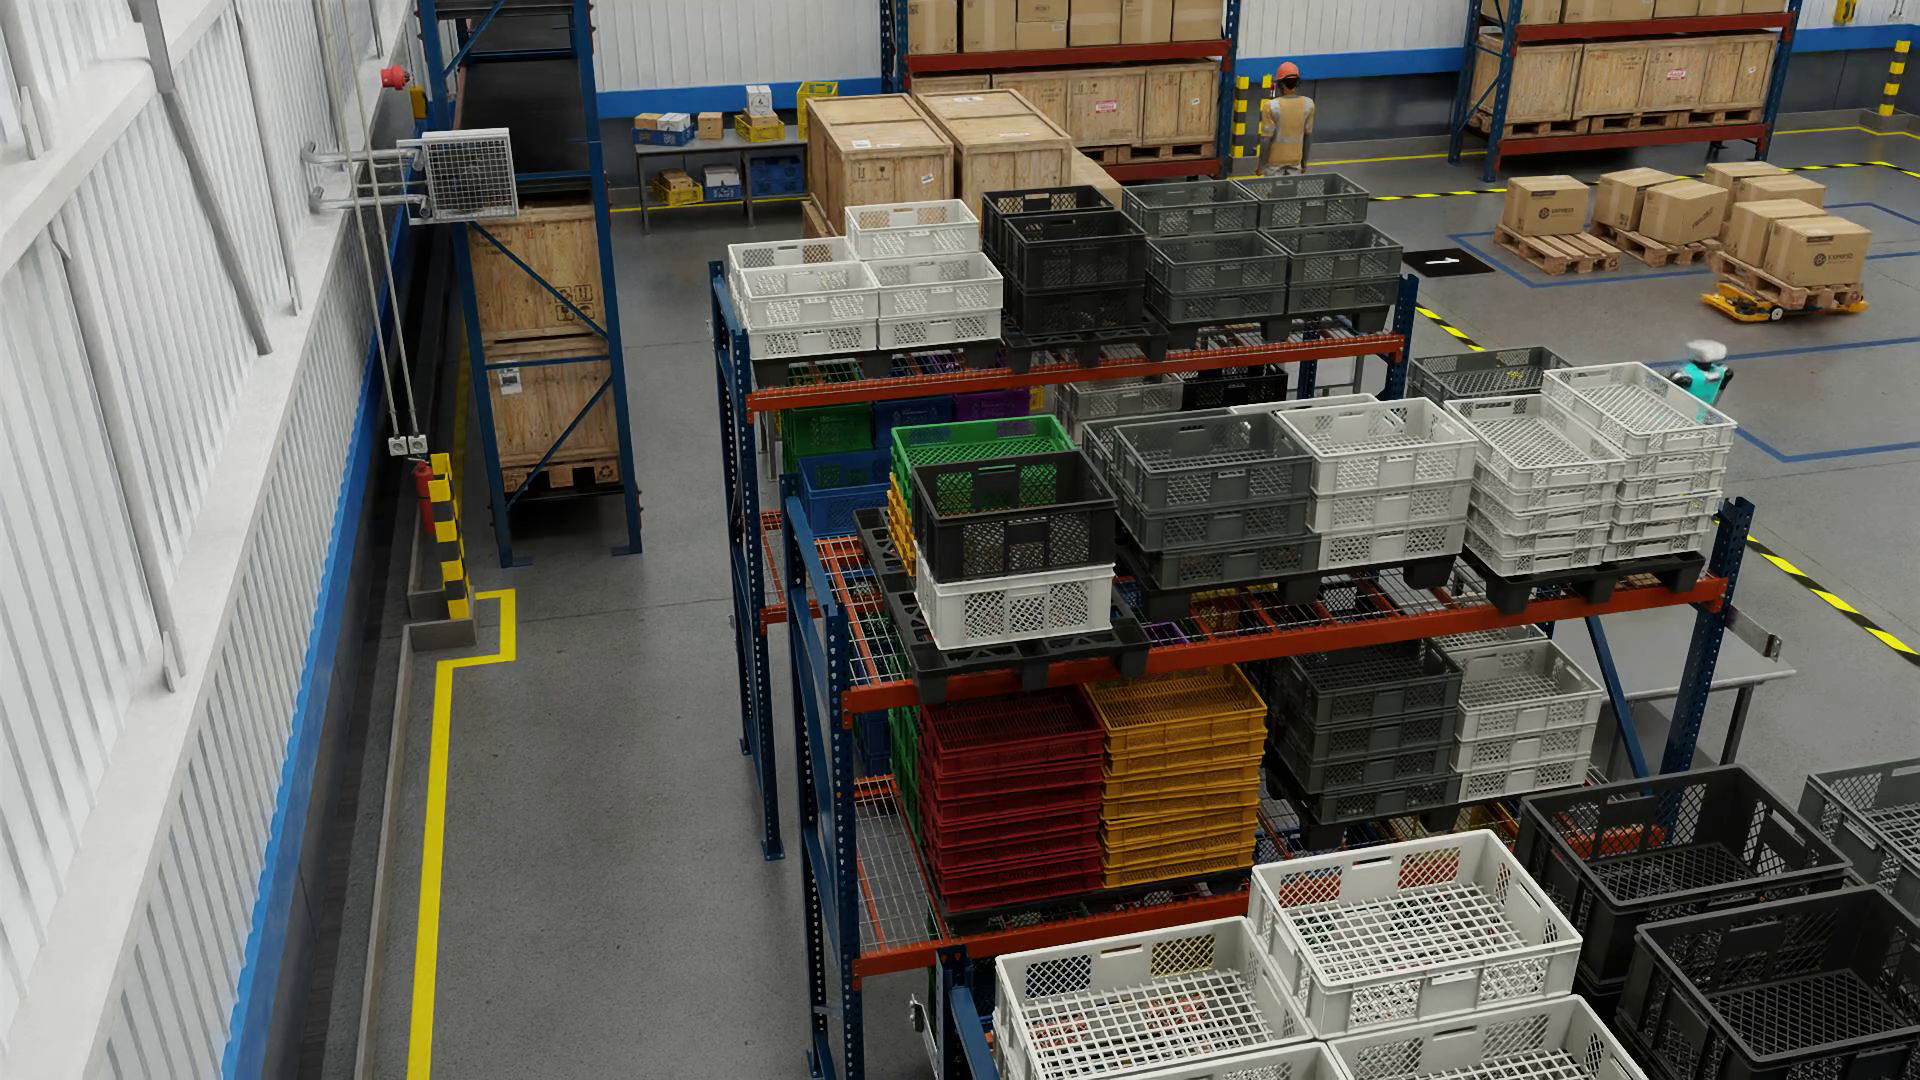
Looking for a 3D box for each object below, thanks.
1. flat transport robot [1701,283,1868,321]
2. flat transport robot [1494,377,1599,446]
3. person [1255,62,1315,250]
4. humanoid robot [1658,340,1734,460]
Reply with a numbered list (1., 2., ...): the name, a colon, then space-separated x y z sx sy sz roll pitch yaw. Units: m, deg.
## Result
1. flat transport robot: 8.263 -2.442 16.649 1.431 0.197 0.652 -6 28 -12
2. flat transport robot: 4.780 -1.036 14.013 0.659 0.231 1.431 -6 28 -12
3. person: 3.476 -4.119 17.974 0.607 2.031 0.406 -8 29 -14
4. humanoid robot: 4.844 -0.648 11.685 0.552 1.743 0.893 -13 30 -23
